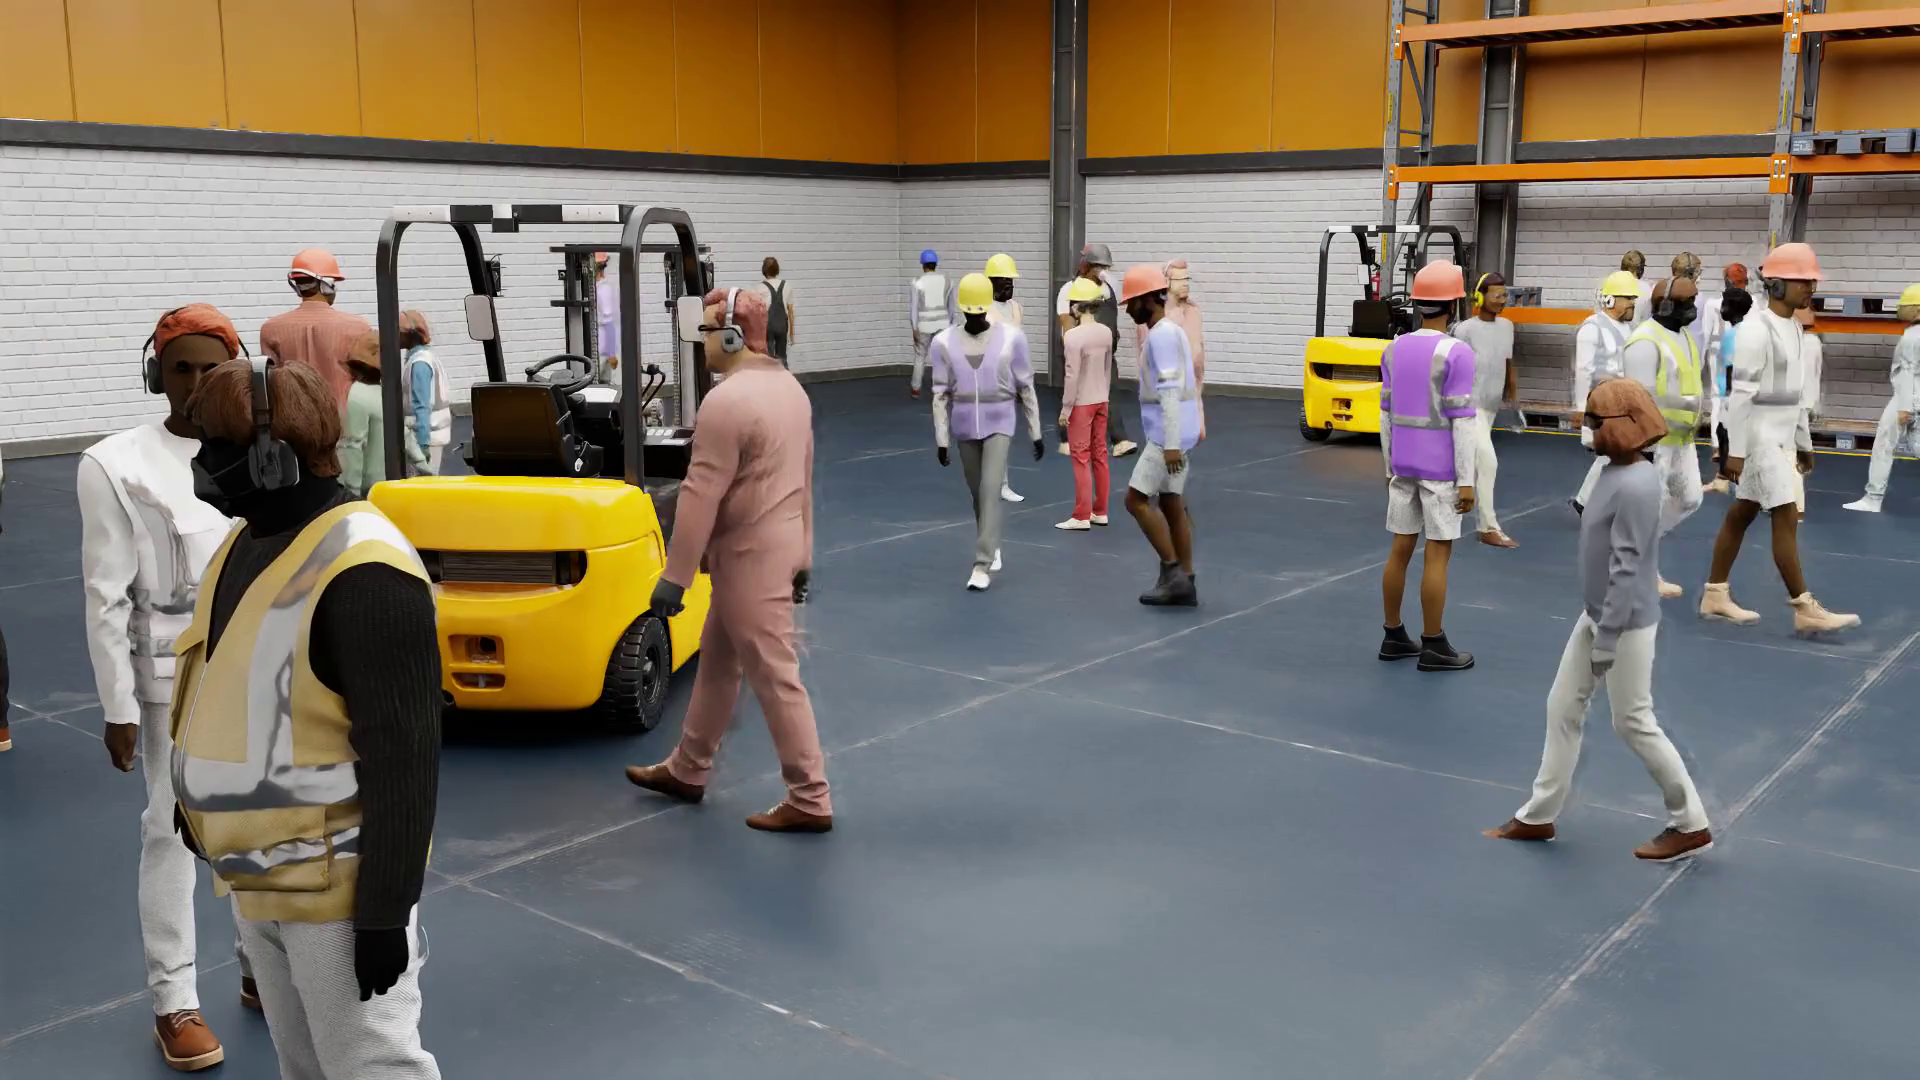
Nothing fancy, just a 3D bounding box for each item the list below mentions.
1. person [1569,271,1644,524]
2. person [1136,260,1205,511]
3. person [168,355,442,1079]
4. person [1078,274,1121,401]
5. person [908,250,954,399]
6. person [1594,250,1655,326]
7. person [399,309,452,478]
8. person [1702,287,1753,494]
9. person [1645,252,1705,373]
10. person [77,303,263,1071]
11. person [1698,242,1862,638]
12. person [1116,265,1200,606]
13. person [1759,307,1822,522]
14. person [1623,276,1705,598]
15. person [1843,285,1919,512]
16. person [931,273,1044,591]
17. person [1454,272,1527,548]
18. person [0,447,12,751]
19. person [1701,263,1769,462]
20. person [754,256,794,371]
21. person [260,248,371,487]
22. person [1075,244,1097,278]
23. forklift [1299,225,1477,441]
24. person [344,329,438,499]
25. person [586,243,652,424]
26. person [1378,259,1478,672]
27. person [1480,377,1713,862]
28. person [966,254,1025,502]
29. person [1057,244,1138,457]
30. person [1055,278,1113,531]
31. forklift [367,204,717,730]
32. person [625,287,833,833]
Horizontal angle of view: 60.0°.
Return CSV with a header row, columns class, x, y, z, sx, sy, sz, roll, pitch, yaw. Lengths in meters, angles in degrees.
class,x,y,z,sx,sy,sz,roll,pitch,yaw
person,4.534,-0.956,11.590,0.617,1.821,0.426,-8,13,-37
person,1.590,-1.173,12.619,0.662,1.887,0.490,-9,13,-39
person,-1.162,0.592,2.979,0.429,1.839,0.632,-10,14,-43
person,1.729,-2.659,20.826,0.652,1.899,0.403,7,12,32
person,-0.382,-2.726,21.181,0.613,1.906,0.856,-3,11,-15
person,6.307,-1.764,15.753,0.357,1.938,0.637,-9,13,-40
person,-3.210,-0.603,10.193,0.505,1.621,0.565,-4,11,-22
person,6.230,-1.148,13.105,0.661,1.677,0.535,7,13,36
person,5.951,-1.423,13.869,0.353,1.936,0.635,-3,11,-14
person,-1.868,0.355,4.168,0.337,1.881,0.584,7,12,35
person,4.305,-0.502,8.553,0.924,2.009,0.636,9,13,40
person,1.101,-0.561,9.214,0.532,1.891,0.604,3,11,14
person,5.973,-0.951,12.143,0.519,1.610,0.623,-7,12,-33
person,4.007,-0.582,9.505,0.652,1.831,0.438,-10,14,-43
person,7.071,-1.021,12.263,0.493,1.712,0.815,-8,13,-39
person,0.169,-0.668,9.952,0.660,1.862,0.991,3,11,15
person,3.479,-0.905,11.309,0.509,1.837,0.921,-7,12,-33
person,-4.009,-0.108,6.426,0.377,1.995,0.608,6,12,31
person,7.145,-1.637,15.404,0.589,1.835,0.939,3,11,14
person,-2.254,-2.524,20.245,0.525,1.835,0.469,-5,11,-25
person,-3.511,-0.606,9.196,0.613,1.991,0.392,-1,10,-7
person,1.647,-2.783,21.274,0.393,1.985,0.610,-3,11,-15
forklift,4.449,-2.115,16.993,1.214,2.155,2.313,8,13,38
person,-3.024,-0.318,8.758,0.899,1.574,0.493,-1,10,-7
person,-3.493,-1.949,16.584,0.852,2.016,0.612,-3,11,-14
person,2.233,-0.348,7.897,0.343,1.942,0.552,-6,12,-30
person,2.156,0.282,5.439,0.746,1.622,0.512,2,10,9
person,0.294,-1.232,12.837,0.375,1.929,0.585,9,14,42
person,1.267,-1.775,15.537,0.699,2.000,1.002,-6,12,-30
person,0.872,-0.948,11.717,0.312,1.768,0.533,8,13,38
forklift,-1.766,-0.406,7.525,1.214,2.155,2.313,1,10,7
person,-0.850,0.078,5.746,0.936,1.868,0.653,2,10,10
